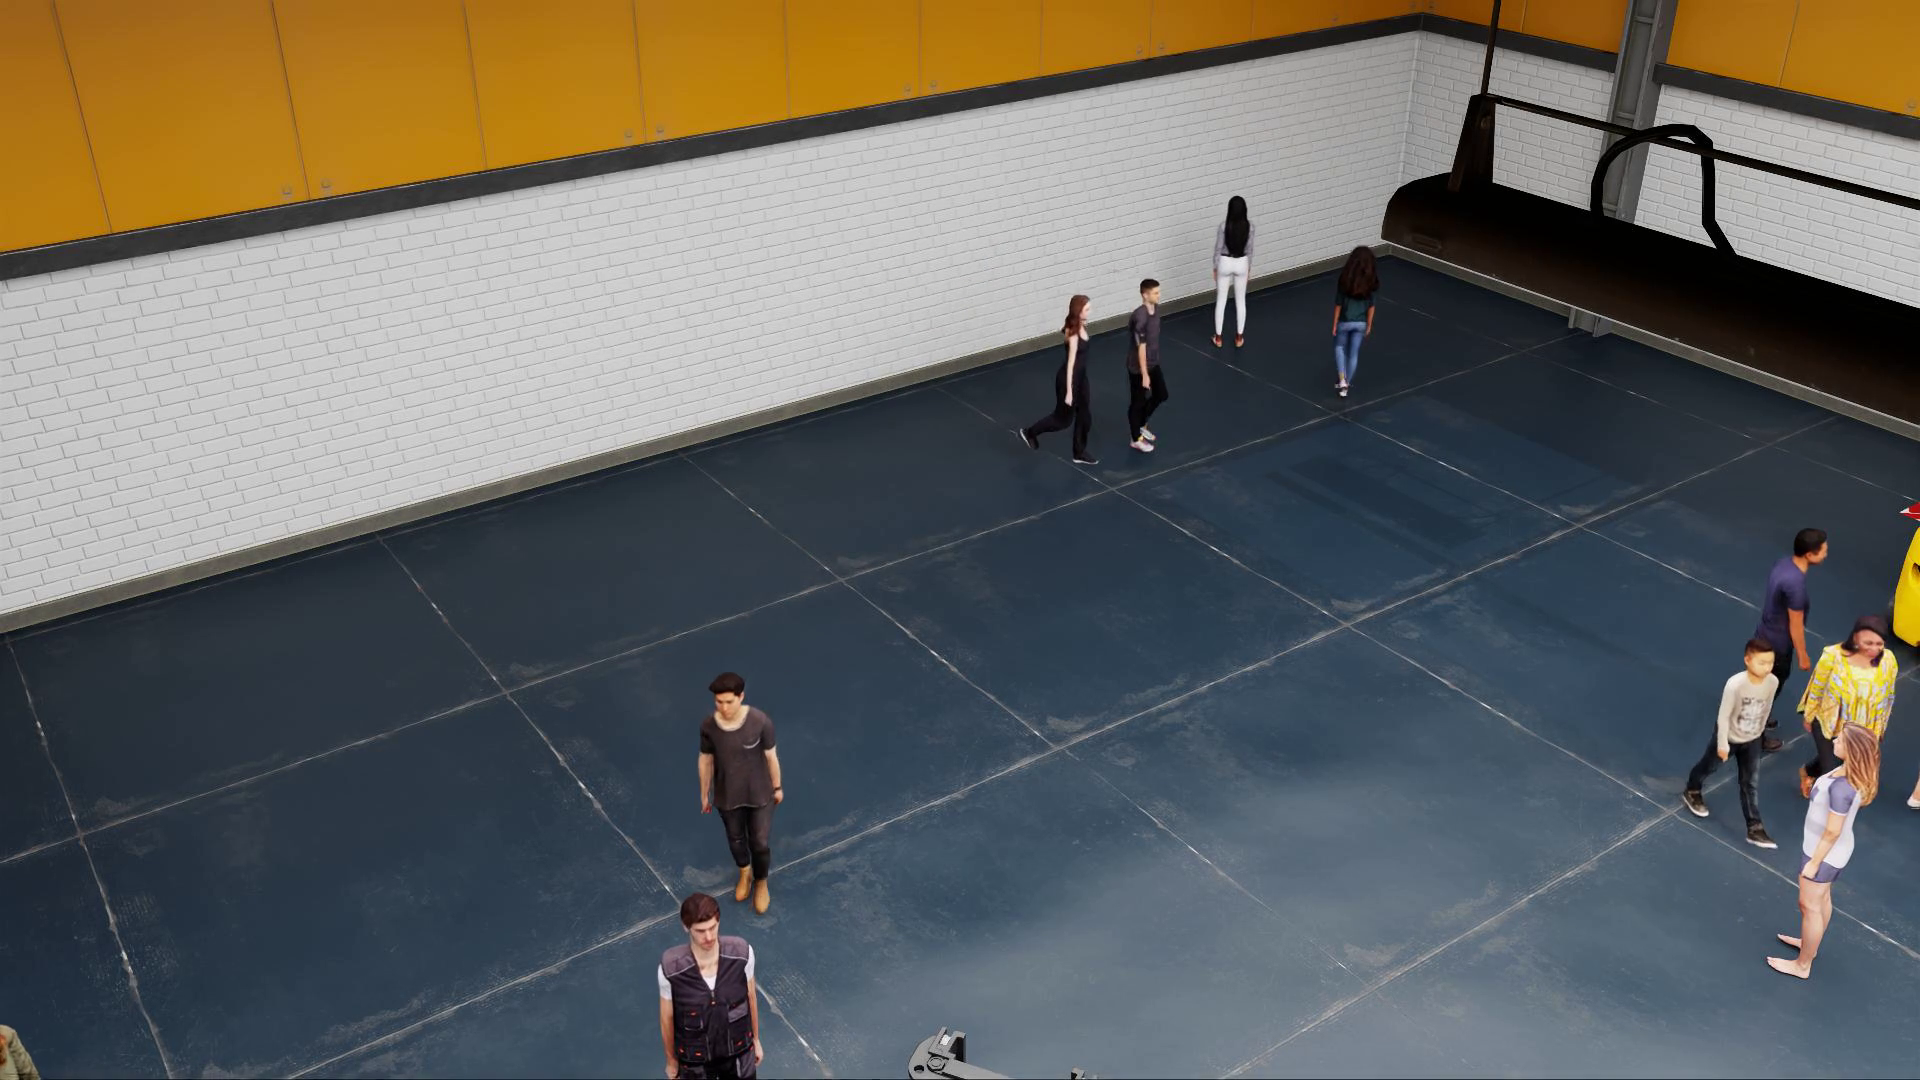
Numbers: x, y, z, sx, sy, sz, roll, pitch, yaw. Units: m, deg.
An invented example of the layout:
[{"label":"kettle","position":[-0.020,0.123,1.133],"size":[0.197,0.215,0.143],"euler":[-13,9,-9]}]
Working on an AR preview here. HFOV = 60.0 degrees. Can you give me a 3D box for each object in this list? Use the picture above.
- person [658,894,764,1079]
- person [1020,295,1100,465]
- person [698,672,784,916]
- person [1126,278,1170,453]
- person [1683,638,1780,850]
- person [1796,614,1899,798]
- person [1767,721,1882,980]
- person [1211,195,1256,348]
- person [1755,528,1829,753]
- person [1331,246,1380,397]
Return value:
[{"label":"person","position":[-1.234,2.513,8.313],"size":[0.701,1.848,0.651],"euler":[-10,30,-18]},{"label":"person","position":[0.982,-1.523,15.845],"size":[1.100,1.721,0.933],"euler":[11,30,19]},{"label":"person","position":[-1.335,1.490,10.342],"size":[0.782,1.701,0.831],"euler":[3,29,5]},{"label":"person","position":[1.720,-1.703,16.139],"size":[0.723,1.755,0.728],"euler":[19,34,30]},{"label":"person","position":[5.113,1.270,11.029],"size":[0.850,1.431,1.050],"euler":[-4,29,-7]},{"label":"person","position":[5.821,1.182,10.989],"size":[1.052,1.623,1.156],"euler":[1,29,2]},{"label":"person","position":[5.077,1.813,9.721],"size":[0.630,1.730,0.661],"euler":[21,35,34]},{"label":"person","position":[3.041,-3.005,18.560],"size":[0.667,1.723,0.692],"euler":[0,29,0]},{"label":"person","position":[5.703,0.702,11.702],"size":[0.791,1.782,0.764],"euler":[8,30,14]},{"label":"person","position":[4.083,-2.234,17.265],"size":[0.726,1.609,0.778],"euler":[2,29,4]}]
